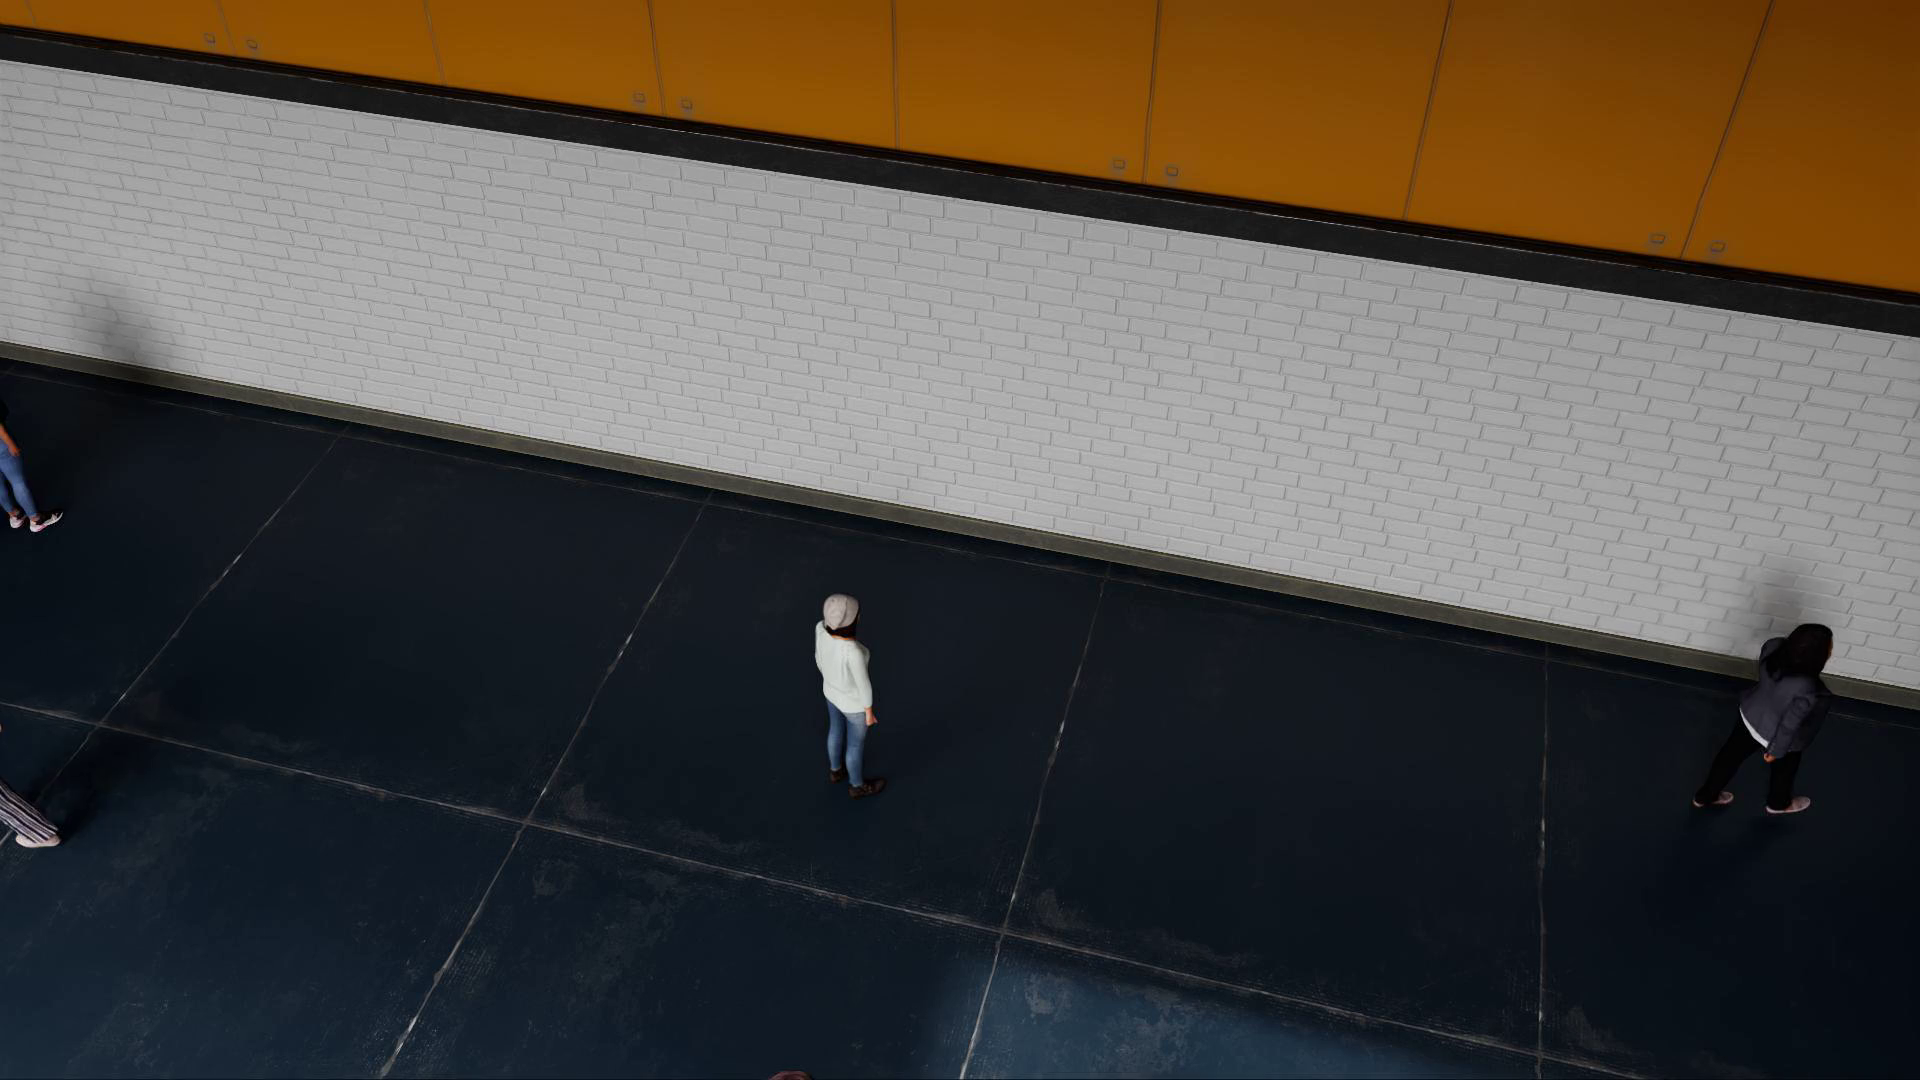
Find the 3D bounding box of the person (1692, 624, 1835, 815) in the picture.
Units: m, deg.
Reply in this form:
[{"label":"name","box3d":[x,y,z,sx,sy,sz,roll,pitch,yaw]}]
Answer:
[{"label":"person","box3d":[4.656,1.075,9.683,0.950,1.575,0.957,-9,44,-9]}]

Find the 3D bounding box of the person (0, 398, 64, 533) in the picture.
[{"label":"person","box3d":[-6.752,-0.720,11.537,0.607,1.617,0.603,14,45,14]}]

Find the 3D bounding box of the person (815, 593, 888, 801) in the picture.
[{"label":"person","box3d":[-0.667,0.905,9.812,0.652,1.644,0.641,-32,52,-29]}]
